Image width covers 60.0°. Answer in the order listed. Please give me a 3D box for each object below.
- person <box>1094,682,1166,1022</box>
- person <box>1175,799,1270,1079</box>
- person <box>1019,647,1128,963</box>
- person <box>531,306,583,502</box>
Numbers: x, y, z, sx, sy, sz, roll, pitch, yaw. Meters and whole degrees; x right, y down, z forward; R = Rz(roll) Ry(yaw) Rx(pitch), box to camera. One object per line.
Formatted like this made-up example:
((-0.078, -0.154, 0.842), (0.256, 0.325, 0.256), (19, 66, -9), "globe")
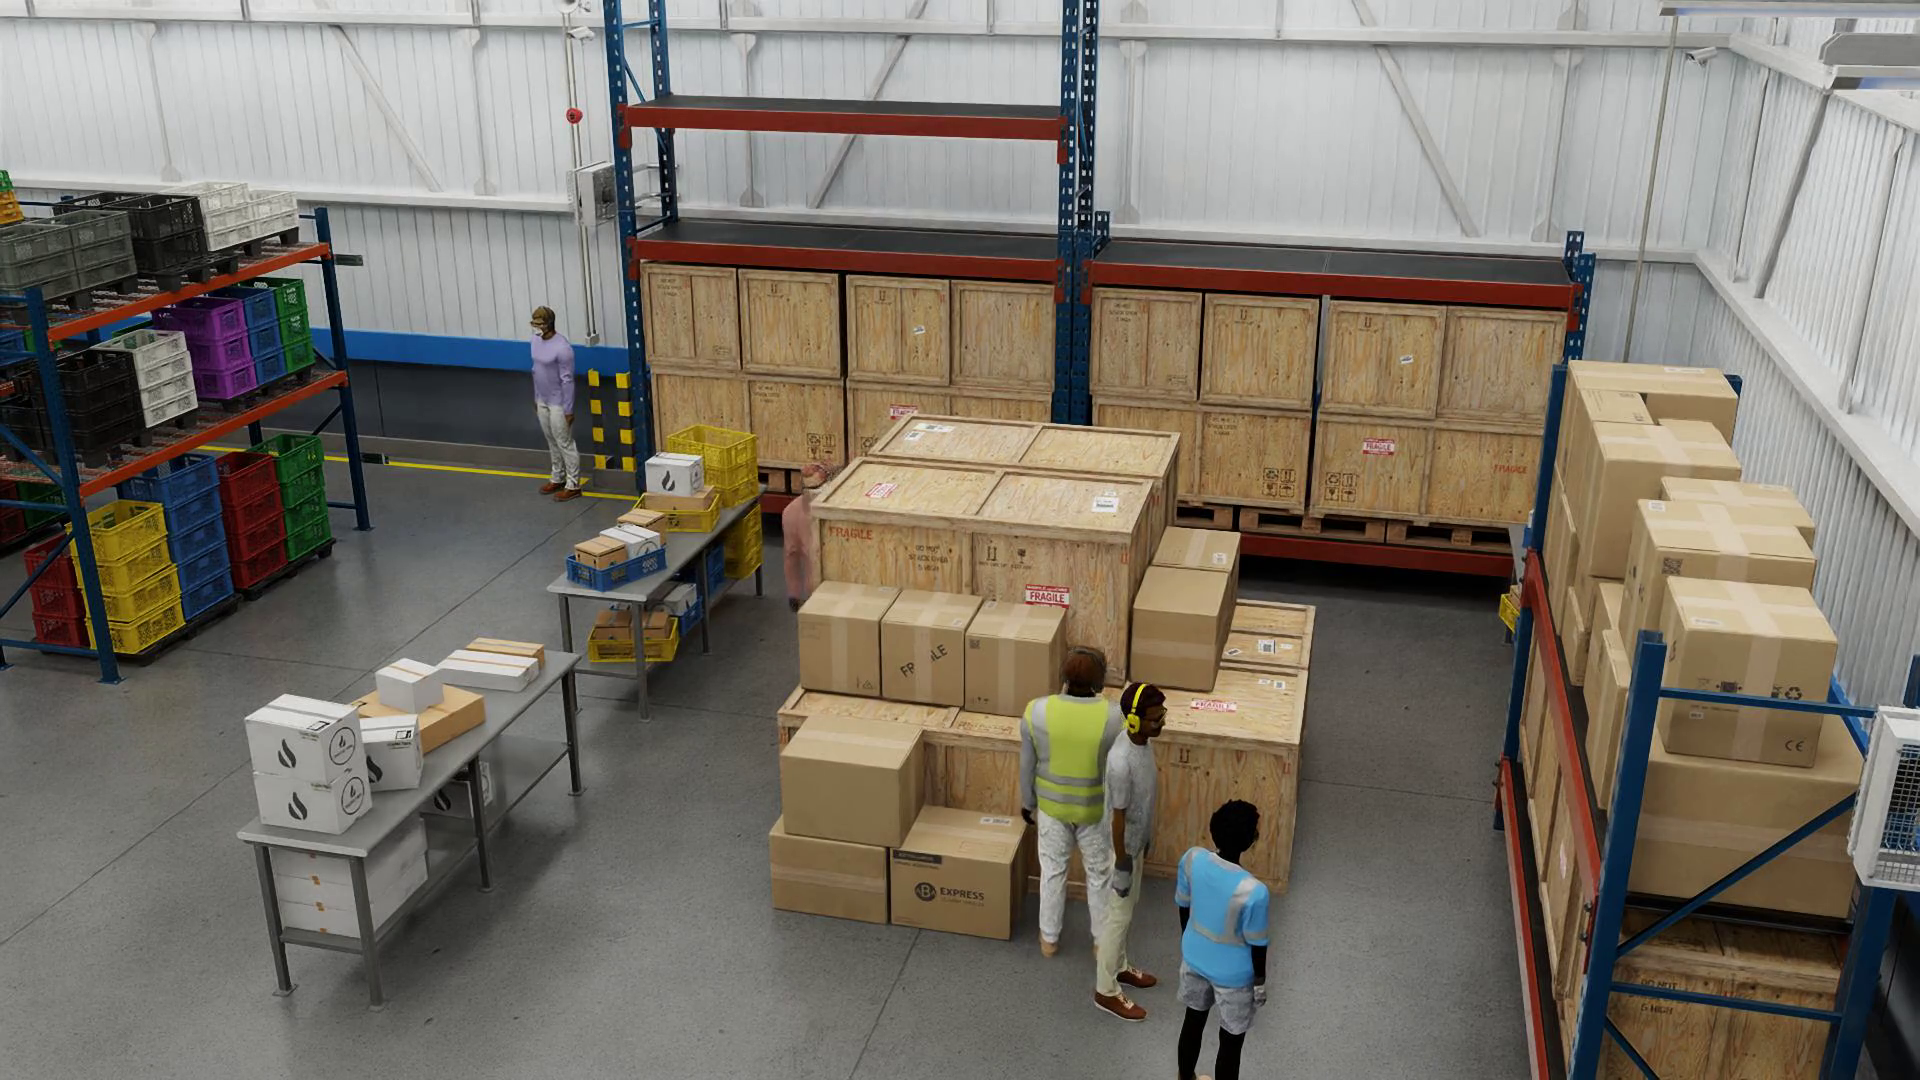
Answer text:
((0.892, 1.587, 8.638), (0.309, 1.866, 0.535), (6, 22, 16), "person")
((1.235, 1.988, 7.822), (0.317, 1.695, 0.540), (-16, 26, -36), "person")
((0.644, 1.446, 9.064), (0.648, 1.835, 0.431), (4, 21, 11), "person")
((-3.944, -1.336, 16.204), (0.363, 1.932, 0.629), (-18, 27, -39), "person")
